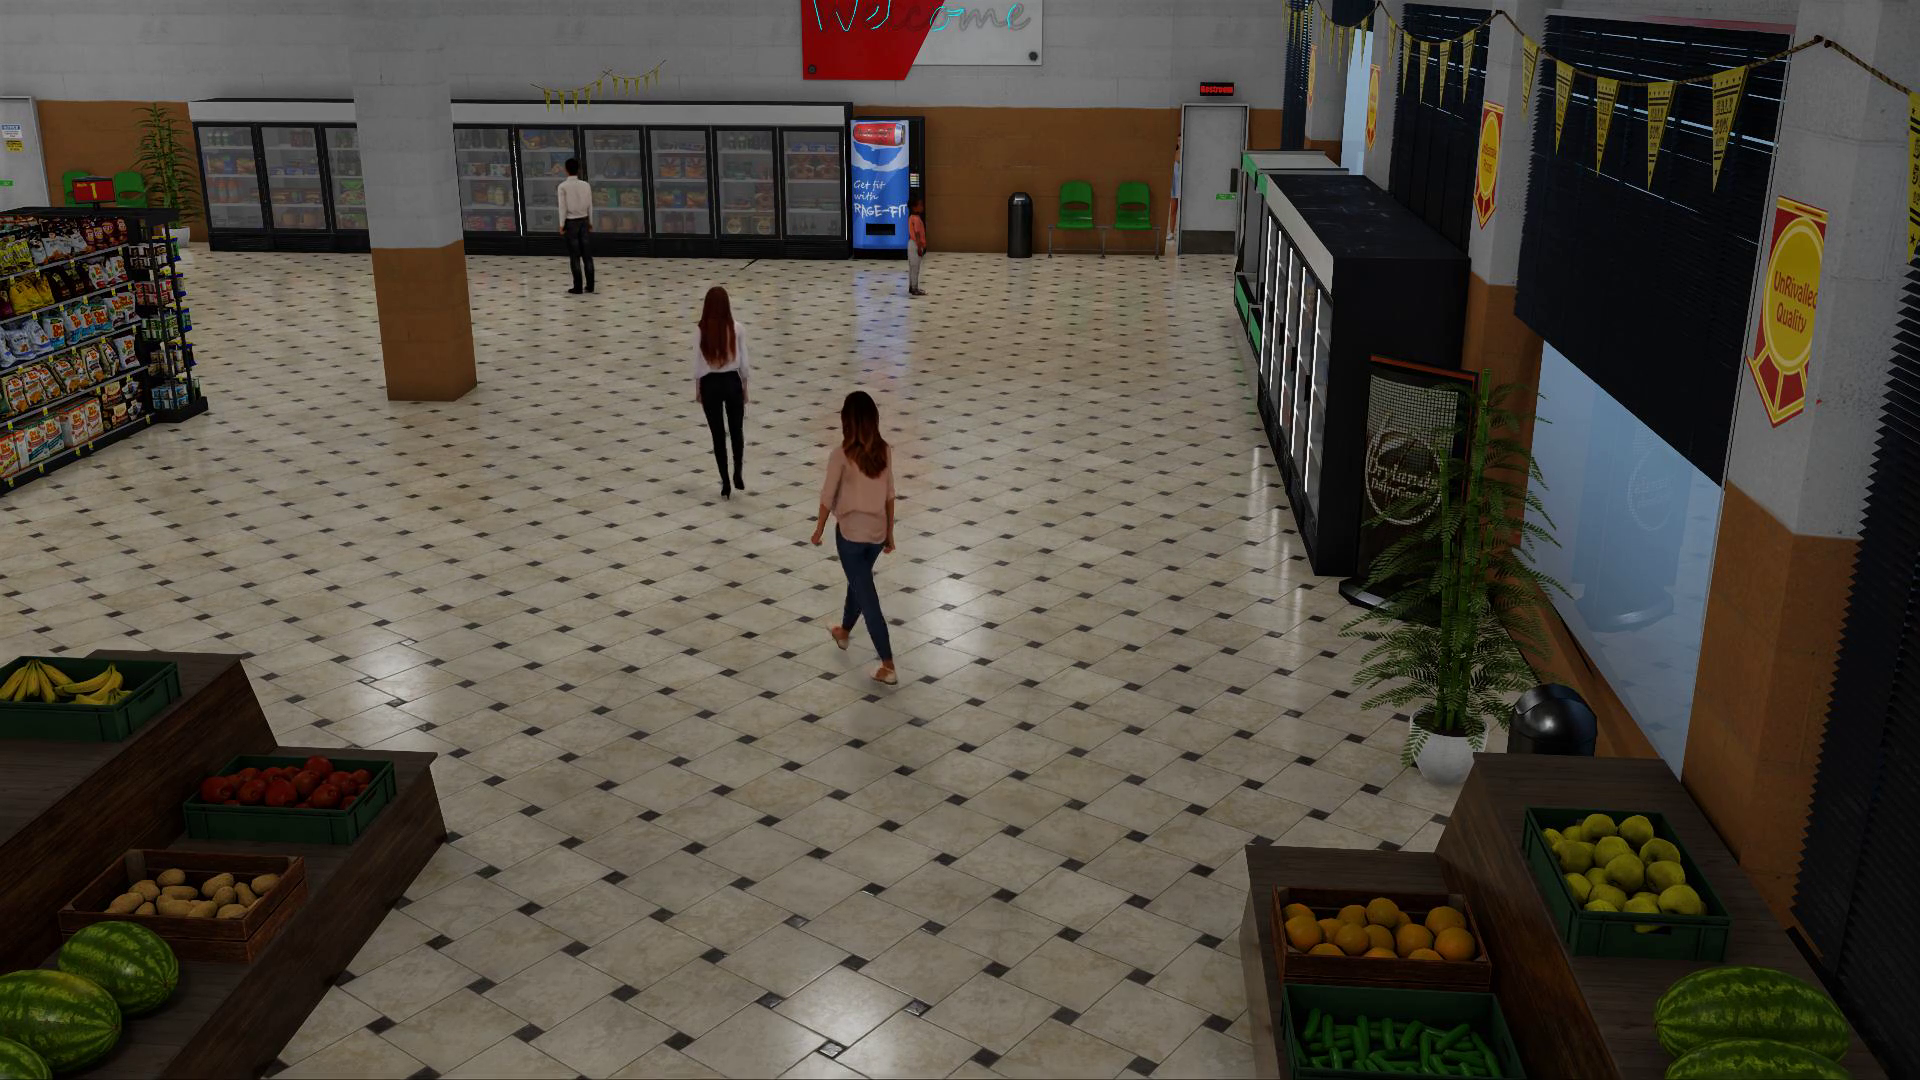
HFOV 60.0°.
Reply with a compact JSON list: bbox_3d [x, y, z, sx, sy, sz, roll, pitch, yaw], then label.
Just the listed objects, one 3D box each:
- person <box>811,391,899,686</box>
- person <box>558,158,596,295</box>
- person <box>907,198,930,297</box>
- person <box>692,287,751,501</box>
[{"bbox_3d":[-0.552,0.034,9.969,1.065,1.739,1.176,-13,22,-33],"label":"person"},{"bbox_3d":[-5.211,-4.268,22.616,0.725,1.811,0.776,-14,23,-36],"label":"person"},{"bbox_3d":[-0.609,-3.986,22.561,0.595,1.311,0.490,-4,19,-12],"label":"person"},{"bbox_3d":[-1.921,-1.157,13.484,0.703,1.749,0.729,-5,19,-14],"label":"person"}]
